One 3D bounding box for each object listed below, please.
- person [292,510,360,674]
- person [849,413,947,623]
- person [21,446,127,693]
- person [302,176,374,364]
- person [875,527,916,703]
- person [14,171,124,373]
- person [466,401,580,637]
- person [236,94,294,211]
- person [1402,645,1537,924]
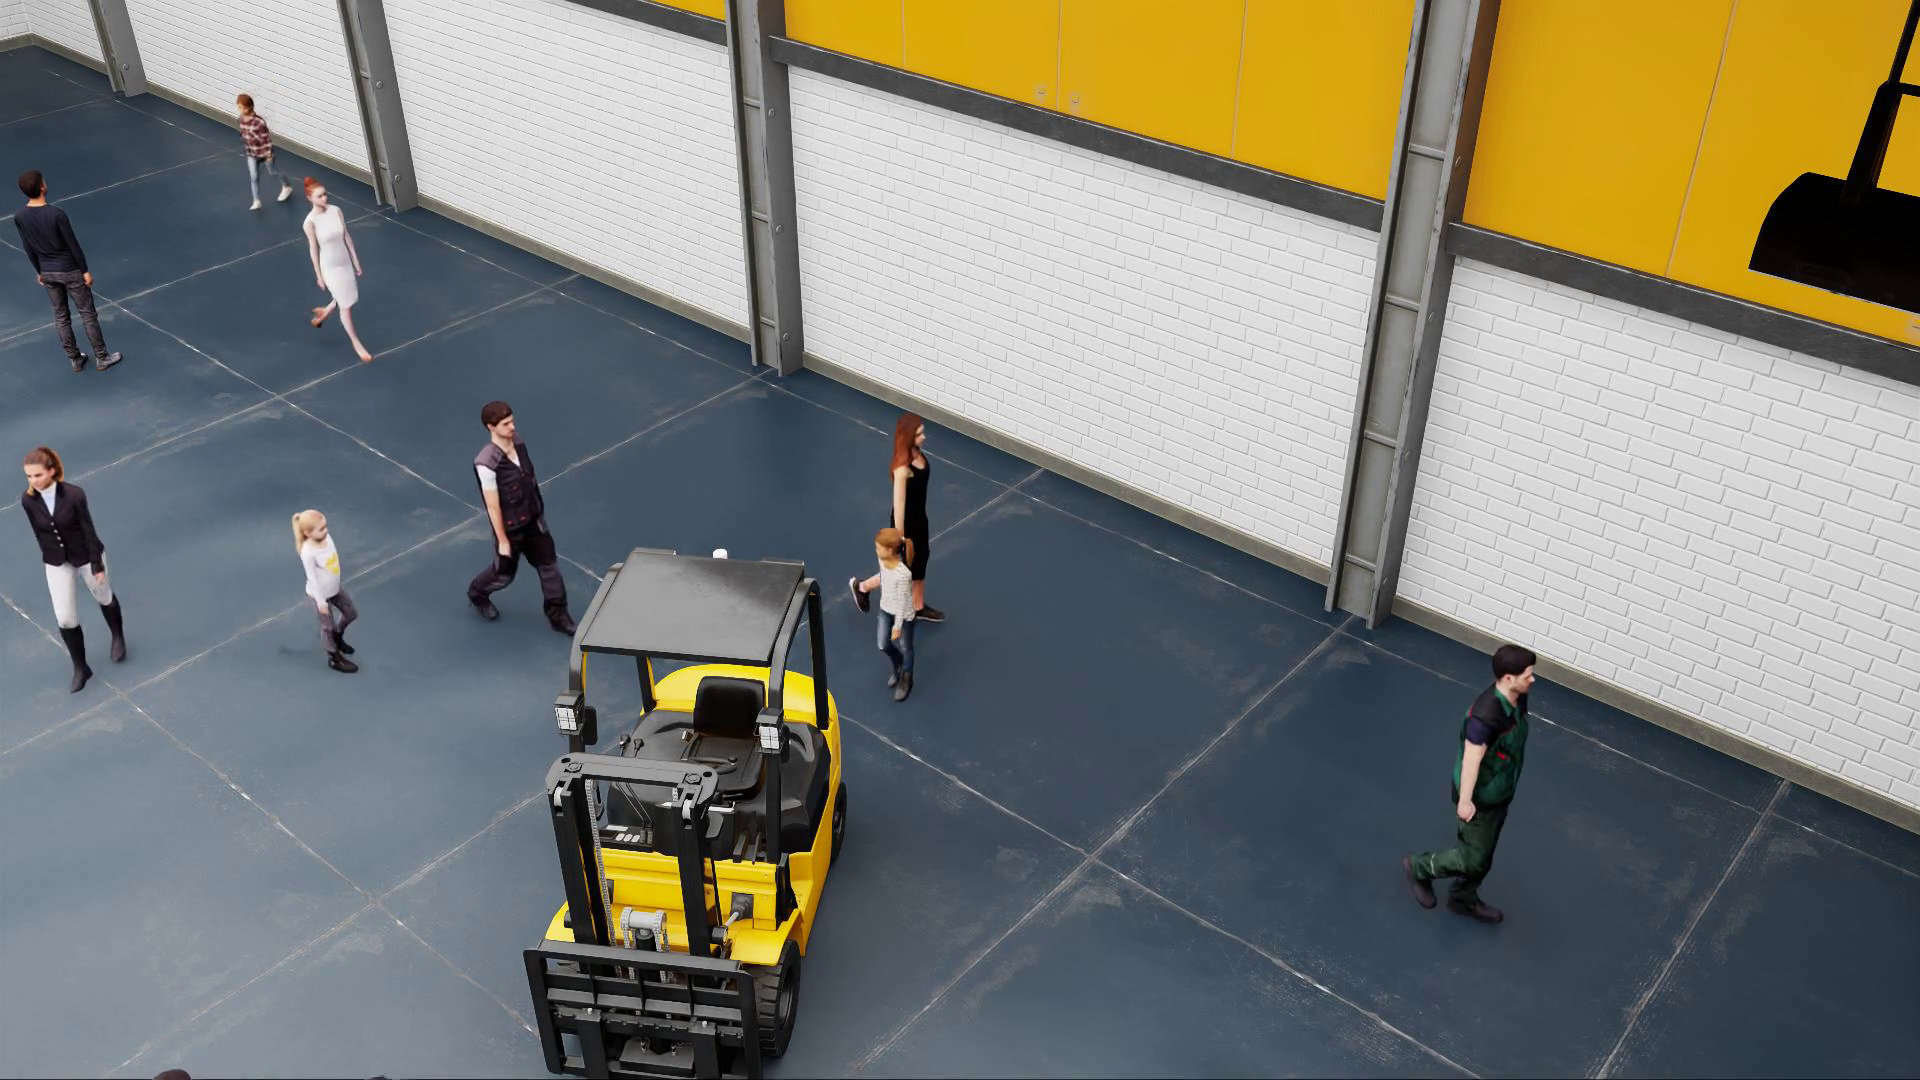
[{"bbox_3d":[-4.365,0.341,11.287,0.633,1.270,0.586,8,35,12],"label":"person"},{"bbox_3d":[-0.436,-0.134,11.603,1.003,1.711,0.833,7,34,10],"label":"person"},{"bbox_3d":[-5.938,0.104,11.246,0.847,1.710,0.948,-8,34,-12],"label":"person"},{"bbox_3d":[-5.692,-2.446,15.024,0.982,1.774,0.689,18,38,25],"label":"person"},{"bbox_3d":[-0.385,0.459,11.075,0.471,1.309,0.513,26,42,34],"label":"person"},{"bbox_3d":[-8.024,-2.390,14.853,0.695,1.871,0.770,0,34,-1],"label":"person"},{"bbox_3d":[-3.158,-0.128,11.498,1.242,1.817,0.884,14,36,20],"label":"person"},{"bbox_3d":[-7.650,-4.296,18.253,0.941,1.281,0.877,10,35,14],"label":"person"},{"bbox_3d":[2.825,1.345,9.213,0.835,1.893,0.722,22,40,30],"label":"person"}]
